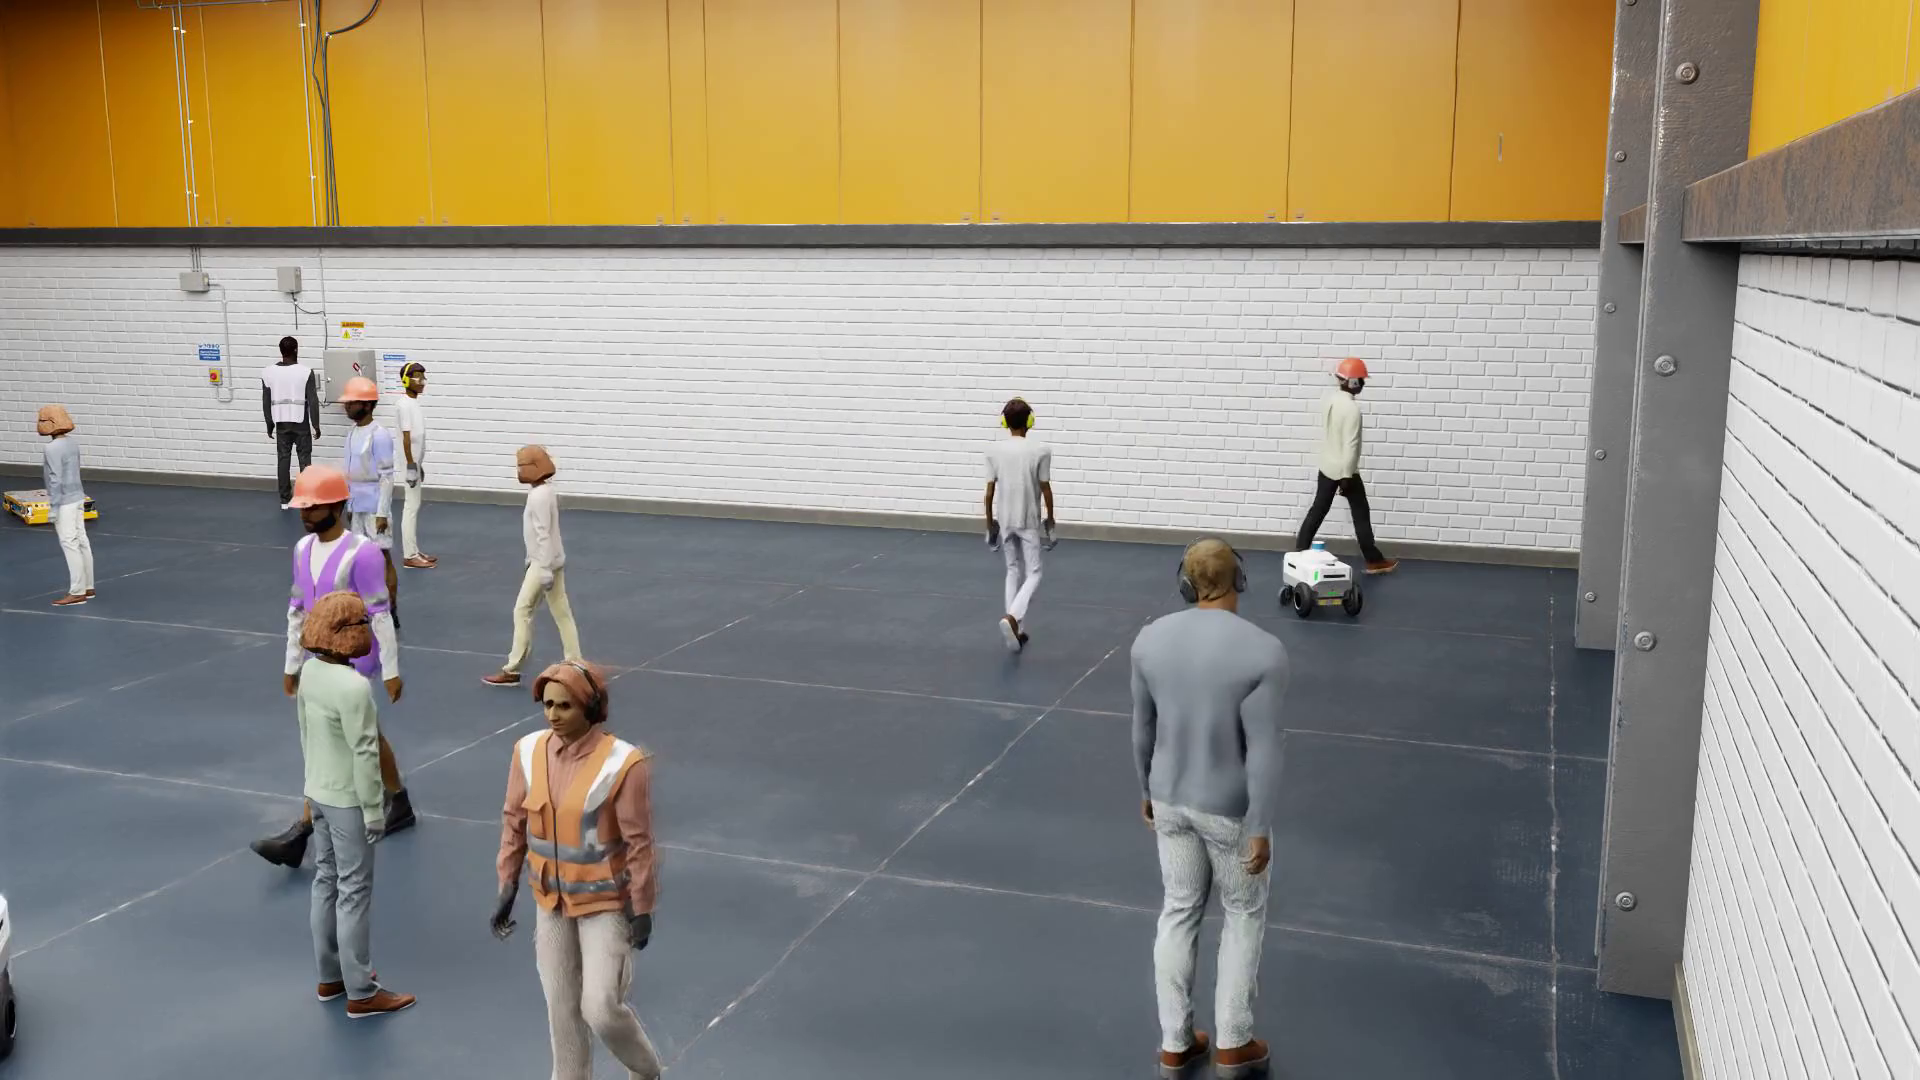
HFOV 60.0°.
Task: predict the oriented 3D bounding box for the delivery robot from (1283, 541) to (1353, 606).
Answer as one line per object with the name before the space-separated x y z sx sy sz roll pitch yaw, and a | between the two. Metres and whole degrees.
delivery robot | 2.862 0.252 13.319 0.477 0.478 0.707 -2 10 -10

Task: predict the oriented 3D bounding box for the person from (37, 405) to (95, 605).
person | -7.302 -0.284 13.563 0.280 1.632 0.501 -1 10 -7

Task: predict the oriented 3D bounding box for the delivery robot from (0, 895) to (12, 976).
delivery robot | -3.747 1.530 6.122 0.477 0.478 0.707 -4 11 -20

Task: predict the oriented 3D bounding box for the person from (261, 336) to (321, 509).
person | -7.413 -1.296 18.465 0.597 1.917 0.374 0 10 -1

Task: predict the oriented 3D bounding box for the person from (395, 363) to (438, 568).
person | -4.965 -0.679 15.145 0.329 1.865 0.513 -2 10 -12

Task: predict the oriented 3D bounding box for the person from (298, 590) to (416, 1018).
person | -2.342 0.996 6.355 0.285 1.633 0.501 -10 14 -43

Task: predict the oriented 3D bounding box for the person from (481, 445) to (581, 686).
person | -2.877 0.178 11.017 0.739 1.603 0.530 -1 10 -7

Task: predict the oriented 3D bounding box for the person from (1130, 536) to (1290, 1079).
person | 0.852 0.945 5.892 0.649 1.897 0.534 7 12 35

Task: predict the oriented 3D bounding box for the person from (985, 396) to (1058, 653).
person | 0.415 -0.097 11.918 0.527 1.848 0.680 4 11 22

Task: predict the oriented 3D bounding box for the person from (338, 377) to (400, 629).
person | -4.487 -0.265 12.589 0.545 1.942 0.351 9 13 41

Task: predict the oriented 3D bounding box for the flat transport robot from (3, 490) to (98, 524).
flat transport robot | -9.845 -0.385 17.969 0.652 0.197 1.431 -8 13 -38

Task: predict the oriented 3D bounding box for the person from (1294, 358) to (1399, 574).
person | 3.389 -0.642 14.716 1.025 1.939 0.625 -3 10 -16

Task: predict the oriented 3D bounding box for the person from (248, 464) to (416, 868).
person | -3.030 0.587 7.927 0.569 1.887 0.991 7 12 34

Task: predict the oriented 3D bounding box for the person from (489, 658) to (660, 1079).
person | -1.229 1.177 5.355 0.539 1.631 0.389 5 11 26
